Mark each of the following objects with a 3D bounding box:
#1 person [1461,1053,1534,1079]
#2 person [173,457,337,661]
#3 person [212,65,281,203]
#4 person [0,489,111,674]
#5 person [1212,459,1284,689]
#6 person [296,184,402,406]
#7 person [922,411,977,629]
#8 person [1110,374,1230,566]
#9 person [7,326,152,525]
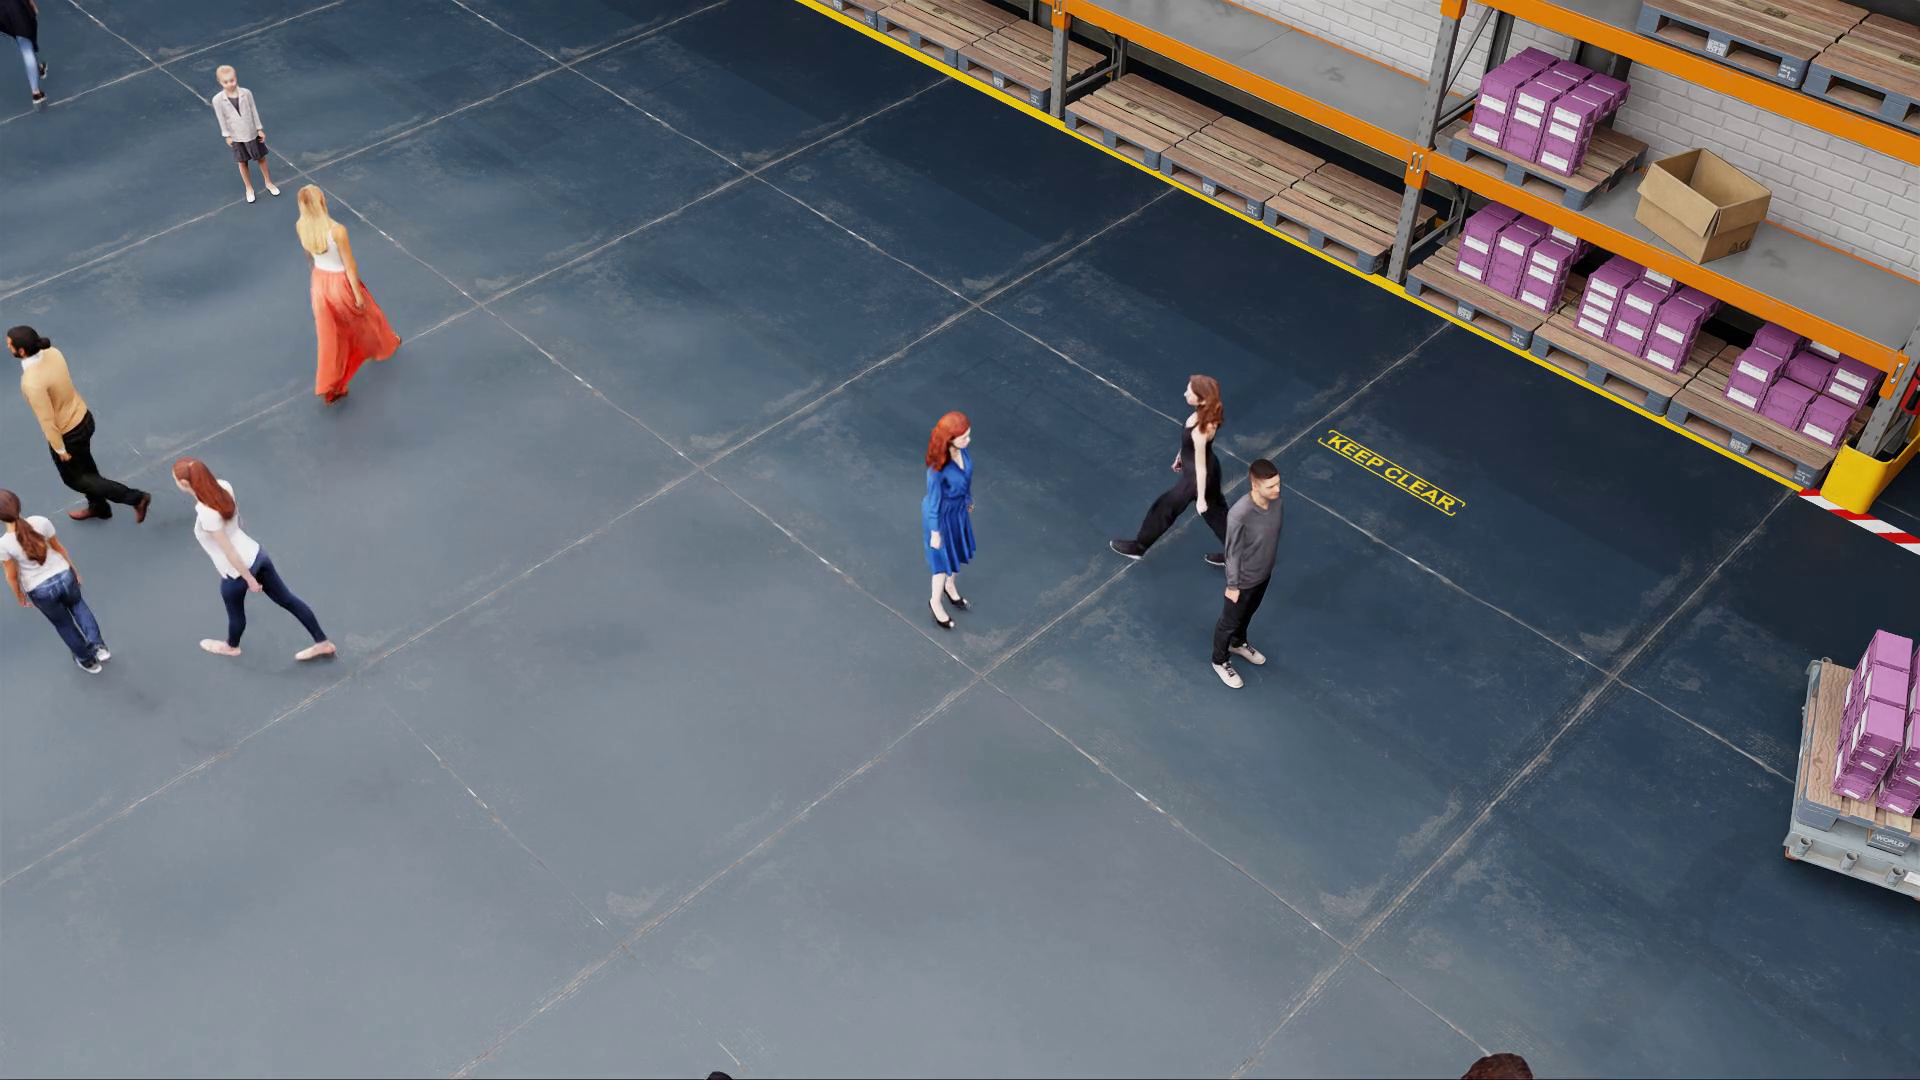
[{"bbox_3d":[2.440,2.909,7.892,0.641,1.617,0.645,-26,49,-24],"label":"person"},{"bbox_3d":[-4.504,0.191,10.697,1.133,1.682,1.052,-1,44,-1],"label":"person"},{"bbox_3d":[-6.502,-3.705,15.081,0.559,1.276,0.582,-21,48,-21],"label":"person"},{"bbox_3d":[-5.797,0.307,10.670,0.614,1.553,0.557,31,52,28],"label":"person"},{"bbox_3d":[1.847,0.184,10.648,0.539,1.761,0.616,32,52,29],"label":"person"},{"bbox_3d":[-4.853,-1.859,12.796,1.272,1.754,1.088,14,45,14],"label":"person"},{"bbox_3d":[-0.089,-0.161,10.968,0.643,1.819,0.677,22,48,21],"label":"person"},{"bbox_3d":[1.715,-0.400,11.322,1.244,1.676,1.062,9,44,9],"label":"person"},{"bbox_3d":[-6.193,-0.780,11.673,1.041,1.741,1.002,-3,44,-3],"label":"person"}]
